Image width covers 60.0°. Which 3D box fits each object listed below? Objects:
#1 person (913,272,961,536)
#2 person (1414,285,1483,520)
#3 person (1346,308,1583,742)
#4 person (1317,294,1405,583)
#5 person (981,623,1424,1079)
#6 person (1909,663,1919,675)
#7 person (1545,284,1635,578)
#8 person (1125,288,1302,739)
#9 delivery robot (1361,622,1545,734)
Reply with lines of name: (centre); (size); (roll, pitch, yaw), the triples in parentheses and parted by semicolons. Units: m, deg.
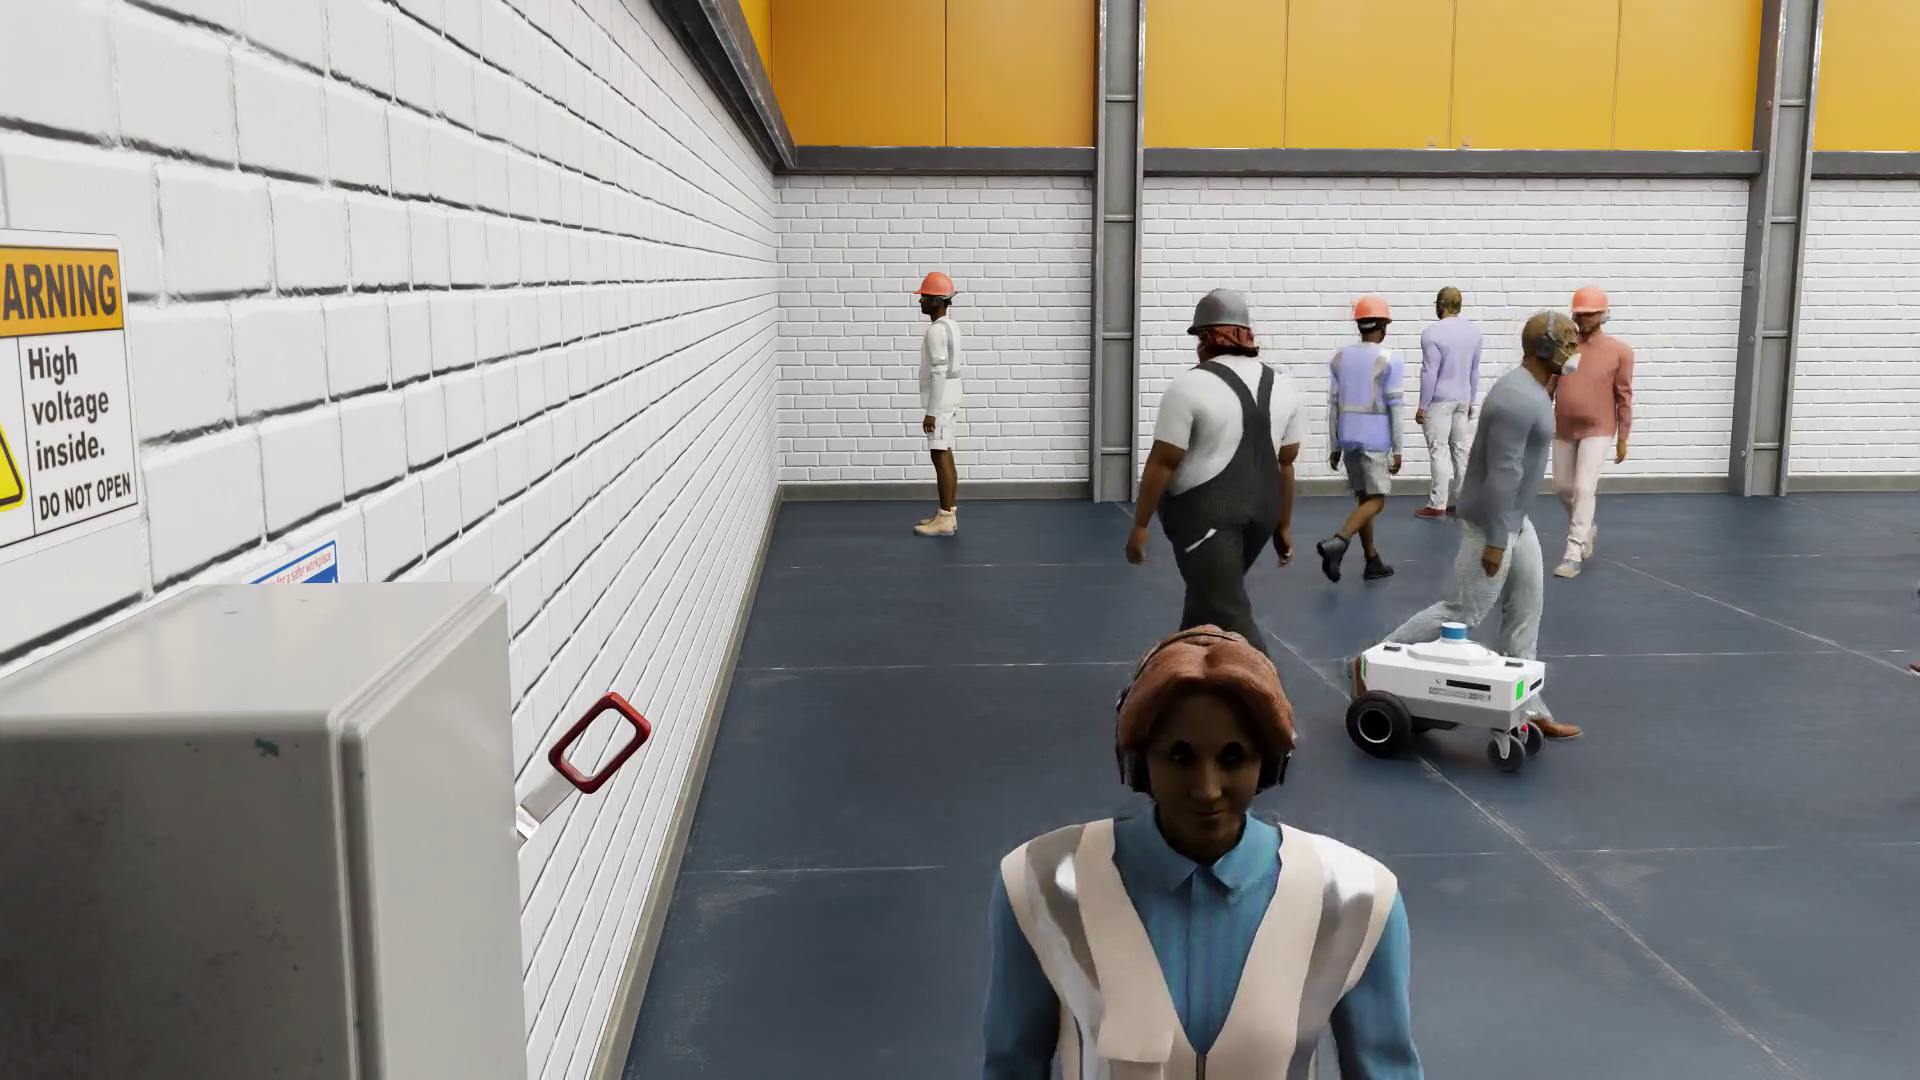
person: (-0.178, -1.056, 12.969); (0.364, 2.048, 0.611); (1, 9, 9)
person: (4.035, -1.131, 13.780); (0.635, 1.937, 0.352); (-5, 10, -29)
person: (2.234, -0.066, 7.266); (0.946, 1.896, 0.657); (4, 10, 25)
person: (2.600, -0.644, 10.850); (0.799, 1.909, 0.548); (-7, 12, -39)
person: (0.281, 0.913, 1.936); (0.531, 1.604, 0.792); (0, 9, 2)
person: (4.992, -0.145, 7.963); (0.860, 1.825, 0.498); (7, 11, 36)
person: (4.270, -0.762, 11.369); (0.627, 1.968, 0.898); (8, 12, 39)
person: (1.127, -0.132, 7.185); (0.778, 2.000, 1.039); (-6, 11, -35)
delivery robot: (2.070, 0.591, 7.001); (0.707, 0.478, 0.477); (6, 11, 34)
